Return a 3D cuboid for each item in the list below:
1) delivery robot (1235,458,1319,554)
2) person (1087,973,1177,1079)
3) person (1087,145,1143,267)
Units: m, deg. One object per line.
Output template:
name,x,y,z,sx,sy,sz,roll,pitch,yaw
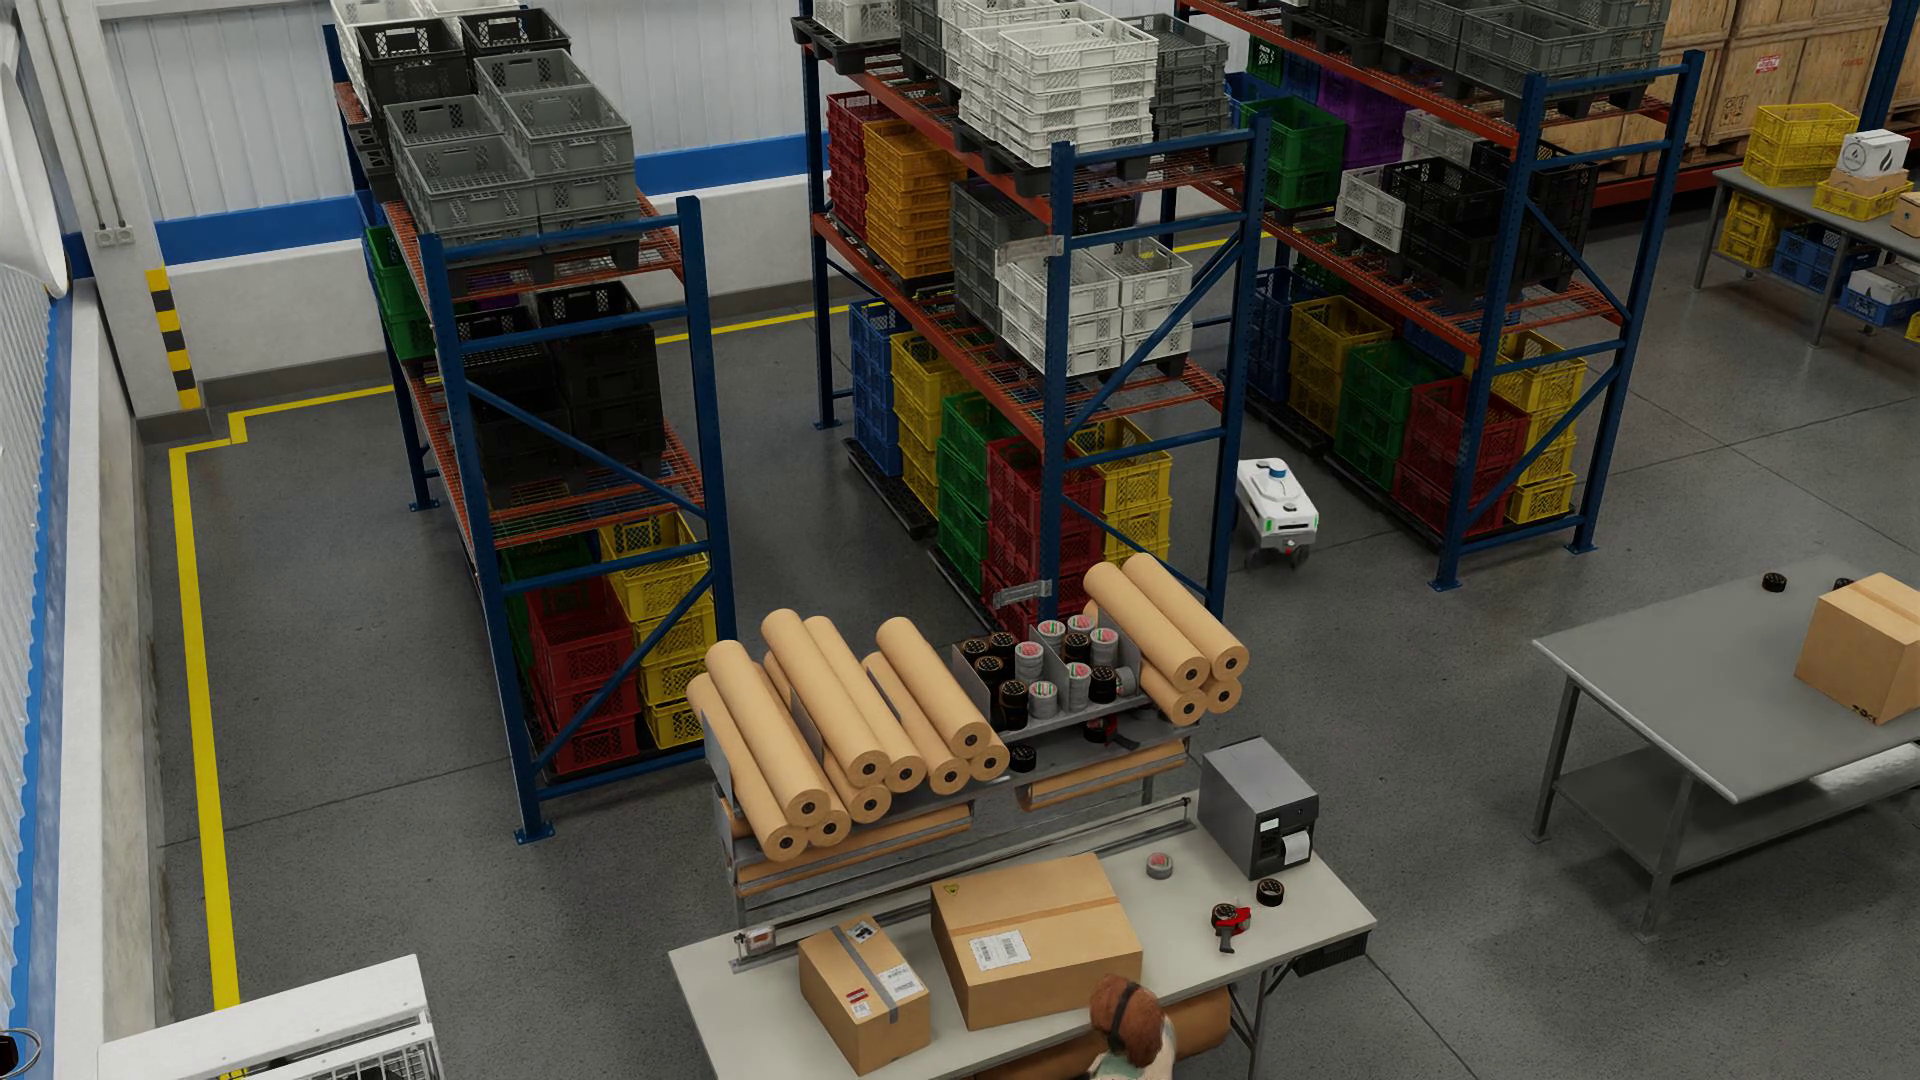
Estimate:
delivery robot,1.884,-0.232,9.967,0.477,0.478,0.707,-5,32,-8
person,0.515,2.036,5.355,0.348,1.640,0.524,15,35,22
person,1.023,-2.410,12.292,0.639,1.917,0.613,3,32,5
